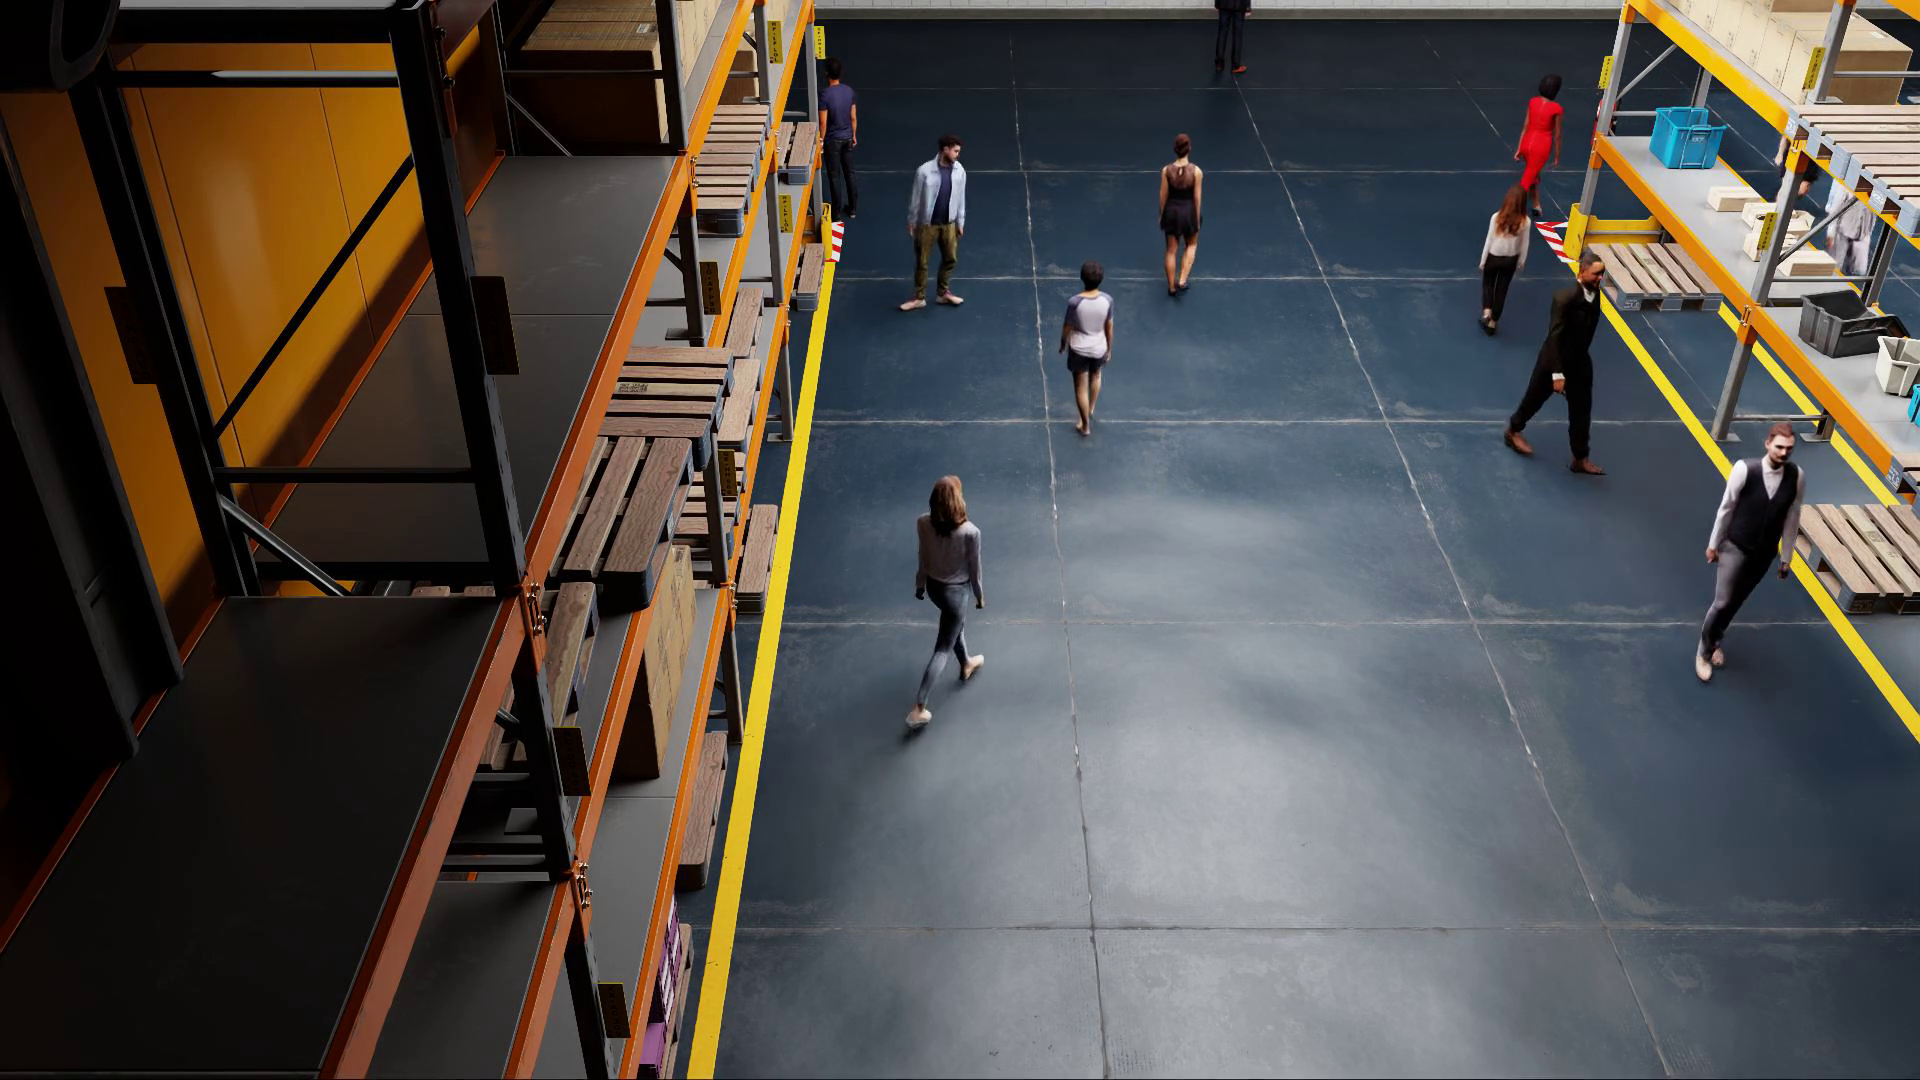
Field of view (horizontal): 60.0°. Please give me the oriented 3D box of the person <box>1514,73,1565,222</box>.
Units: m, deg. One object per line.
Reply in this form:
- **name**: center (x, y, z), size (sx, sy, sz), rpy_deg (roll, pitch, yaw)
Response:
- **person**: center (6.073, -4.065, 17.723), size (1.092, 1.691, 1.114), rpy_deg (-24, 40, -31)

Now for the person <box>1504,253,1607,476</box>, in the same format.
- **person**: center (4.887, -1.480, 13.673), size (1.040, 1.870, 1.312), rpy_deg (-15, 37, -22)

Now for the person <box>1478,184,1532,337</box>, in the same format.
- **person**: center (5.134, -2.617, 15.740), size (0.626, 1.474, 0.627), rpy_deg (9, 35, 13)

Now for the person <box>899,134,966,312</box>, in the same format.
- **person**: center (-0.304, -3.075, 16.143), size (0.894, 1.791, 0.744), rpy_deg (-4, 34, -6)

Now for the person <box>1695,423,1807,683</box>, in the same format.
- **person**: center (5.380, -0.004, 11.405), size (0.656, 1.921, 0.722), rpy_deg (1, 34, 1)

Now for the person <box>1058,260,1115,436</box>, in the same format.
- **person**: center (1.109, -1.607, 14.154), size (0.676, 1.548, 0.823), rpy_deg (-9, 35, -13)

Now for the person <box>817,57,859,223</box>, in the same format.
- **person**: center (-1.321, -4.349, 18.060), size (0.716, 1.790, 0.736), rpy_deg (-22, 39, -29)

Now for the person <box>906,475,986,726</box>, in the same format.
- **person**: center (-0.112, 0.425, 10.914), size (1.026, 1.750, 1.265), rpy_deg (18, 38, 25)

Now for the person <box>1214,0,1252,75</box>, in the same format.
- **person**: center (3.658, -7.192, 22.329), size (0.764, 1.800, 0.778), rpy_deg (20, 39, 27)

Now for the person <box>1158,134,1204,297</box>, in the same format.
- **person**: center (2.153, -3.164, 16.386), size (0.657, 1.669, 0.657), rpy_deg (10, 35, 14)
